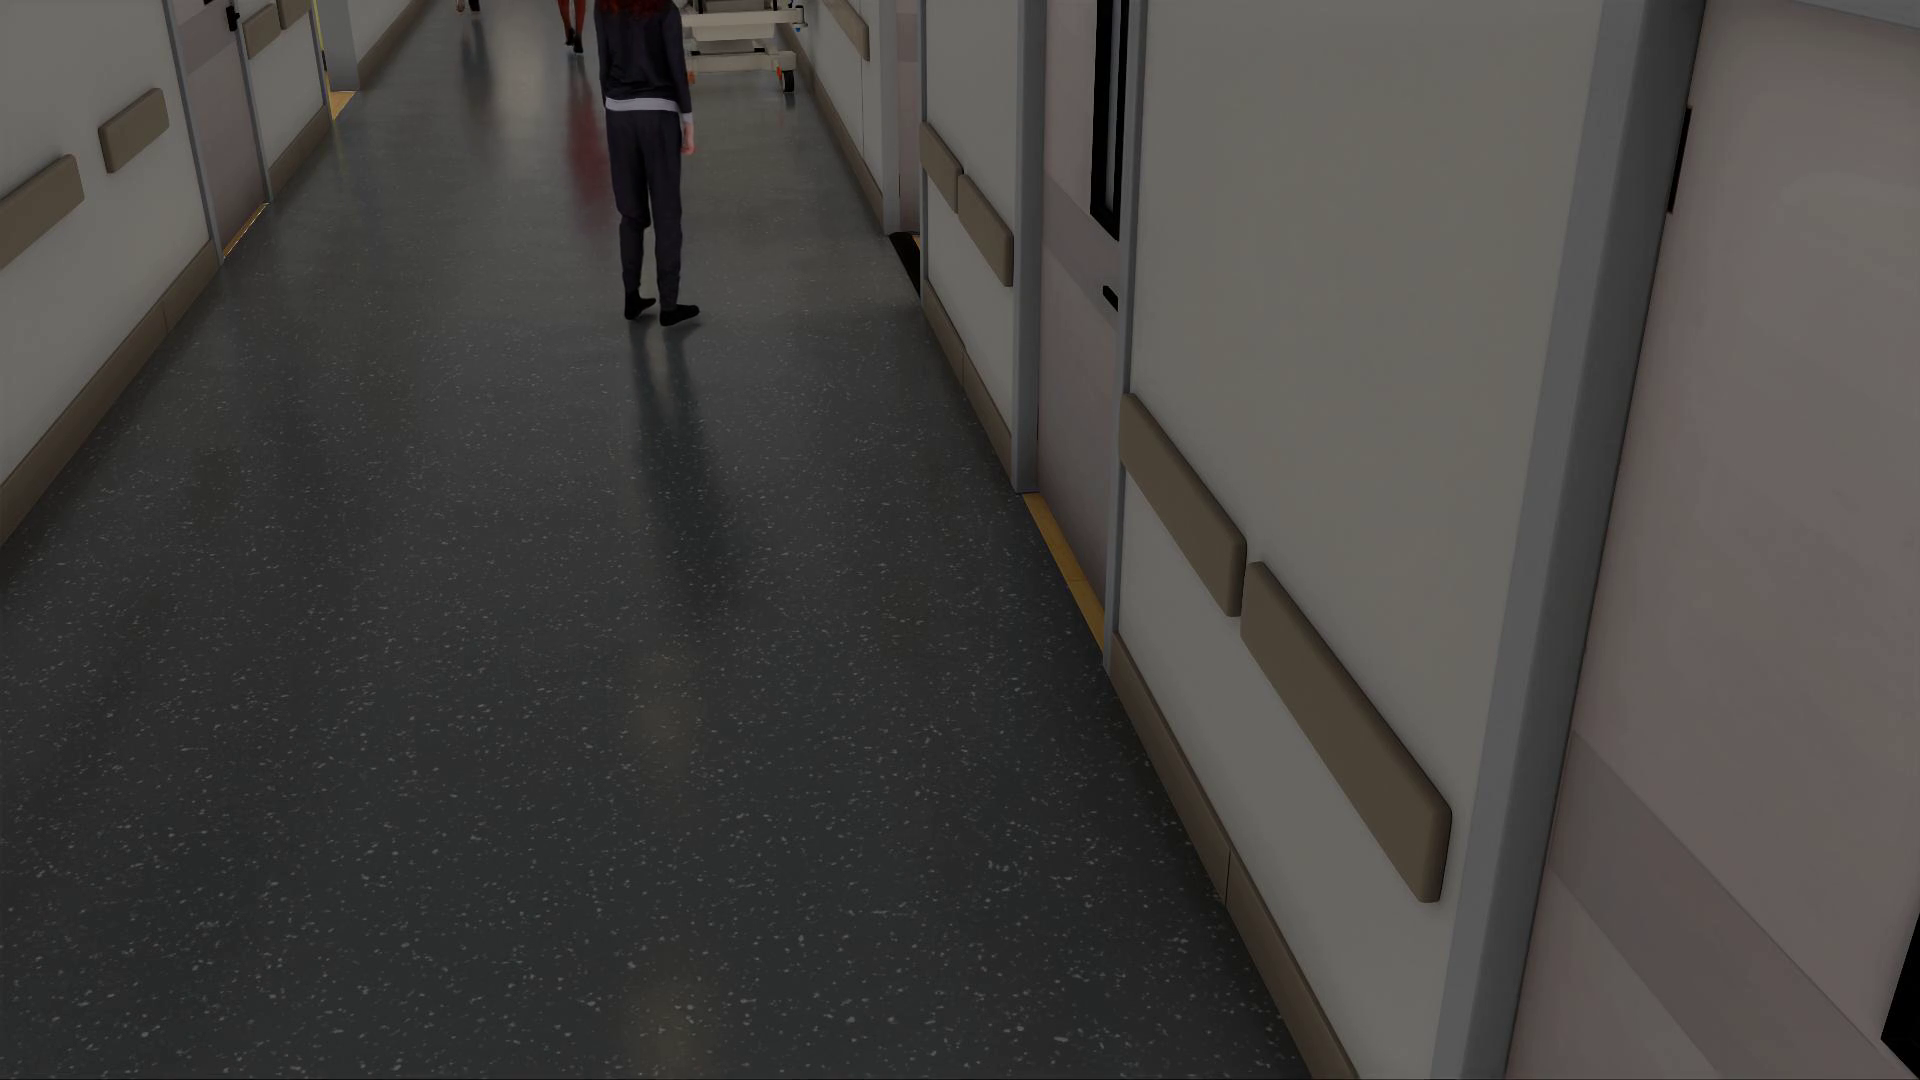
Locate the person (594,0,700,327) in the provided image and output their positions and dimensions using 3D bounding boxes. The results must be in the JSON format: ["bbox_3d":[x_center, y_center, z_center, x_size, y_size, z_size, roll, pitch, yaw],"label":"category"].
[{"bbox_3d":[-1.407,-1.821,7.392,0.632,1.771,0.742,9,27,18],"label":"person"}]
